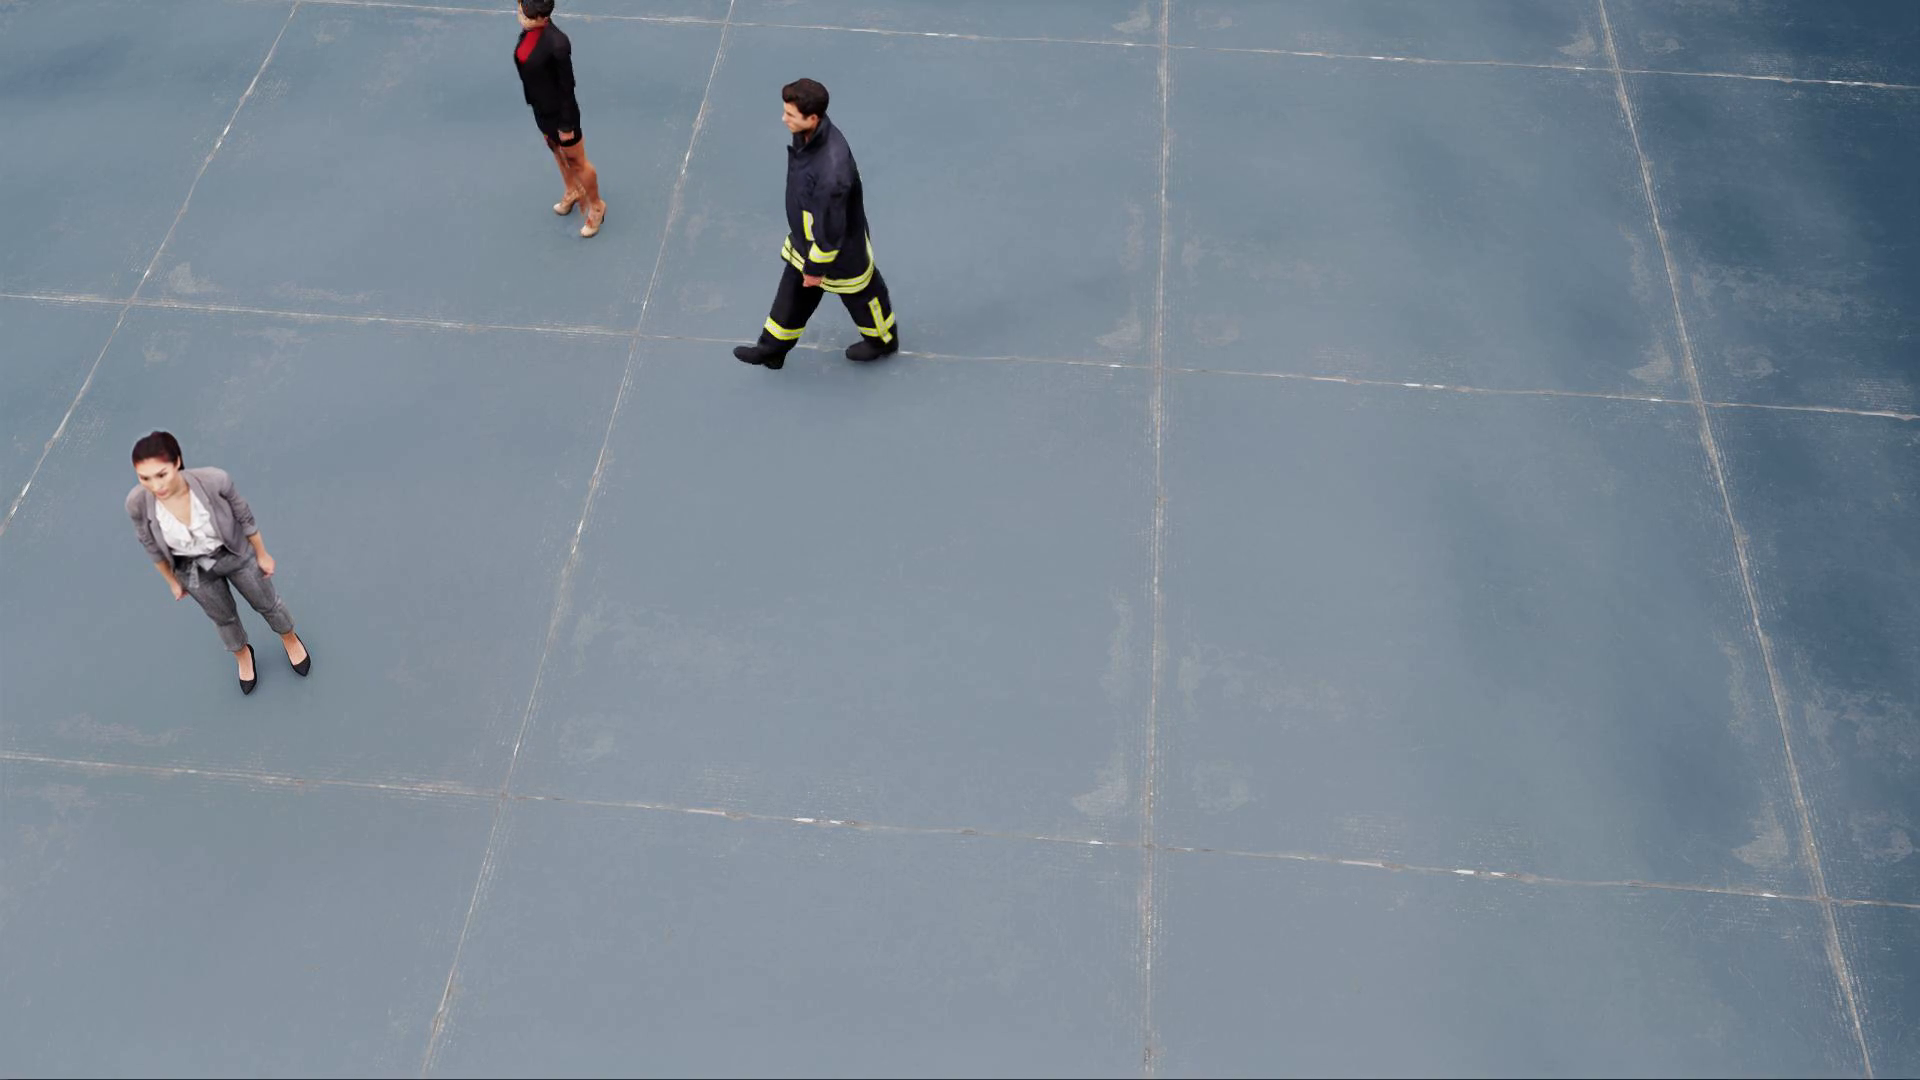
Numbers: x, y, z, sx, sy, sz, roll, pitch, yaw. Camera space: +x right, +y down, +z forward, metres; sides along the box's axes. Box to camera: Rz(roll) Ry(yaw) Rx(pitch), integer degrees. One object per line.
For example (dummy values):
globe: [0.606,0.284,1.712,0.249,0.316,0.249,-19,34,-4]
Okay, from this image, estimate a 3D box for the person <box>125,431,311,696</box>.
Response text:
person: [-3.339,0.102,7.494,0.660,1.677,0.773,-17,54,-13]

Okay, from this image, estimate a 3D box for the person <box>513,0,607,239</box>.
person: [-2.312,-2.451,9.499,0.779,1.634,0.727,-22,55,-16]

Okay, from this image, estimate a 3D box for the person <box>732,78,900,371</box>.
person: [-0.587,-1.602,8.686,1.311,1.880,1.154,-22,55,-16]
